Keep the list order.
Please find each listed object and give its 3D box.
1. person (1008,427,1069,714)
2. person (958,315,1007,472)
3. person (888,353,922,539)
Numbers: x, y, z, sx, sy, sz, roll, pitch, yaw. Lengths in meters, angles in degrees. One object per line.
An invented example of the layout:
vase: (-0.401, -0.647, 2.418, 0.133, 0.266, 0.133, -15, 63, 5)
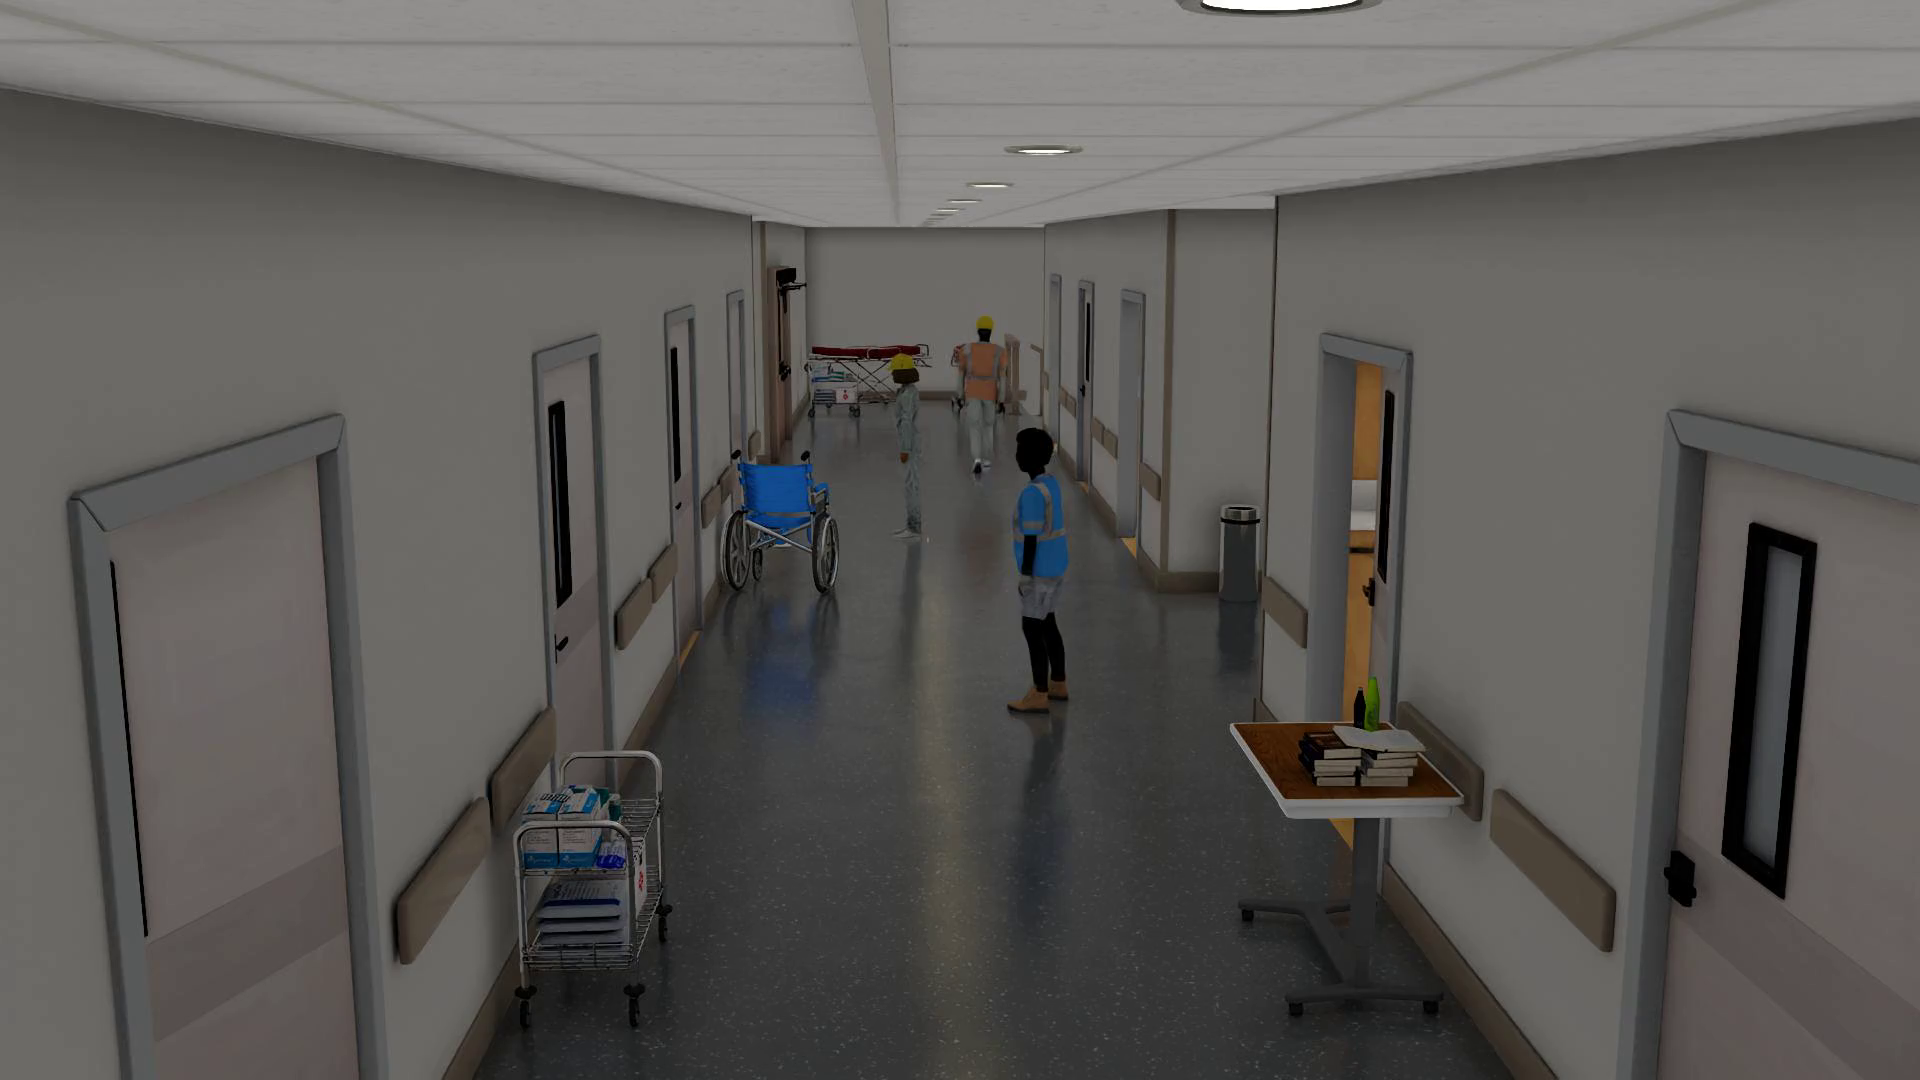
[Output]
person: (0.474, 0.173, 9.885, 0.321, 1.687, 0.540, 3, 11, 16)
person: (0.271, -1.782, 20.216, 0.592, 1.888, 0.952, 0, 10, -1)
person: (-0.515, -0.878, 15.606, 0.324, 1.737, 0.488, 0, 10, 0)
